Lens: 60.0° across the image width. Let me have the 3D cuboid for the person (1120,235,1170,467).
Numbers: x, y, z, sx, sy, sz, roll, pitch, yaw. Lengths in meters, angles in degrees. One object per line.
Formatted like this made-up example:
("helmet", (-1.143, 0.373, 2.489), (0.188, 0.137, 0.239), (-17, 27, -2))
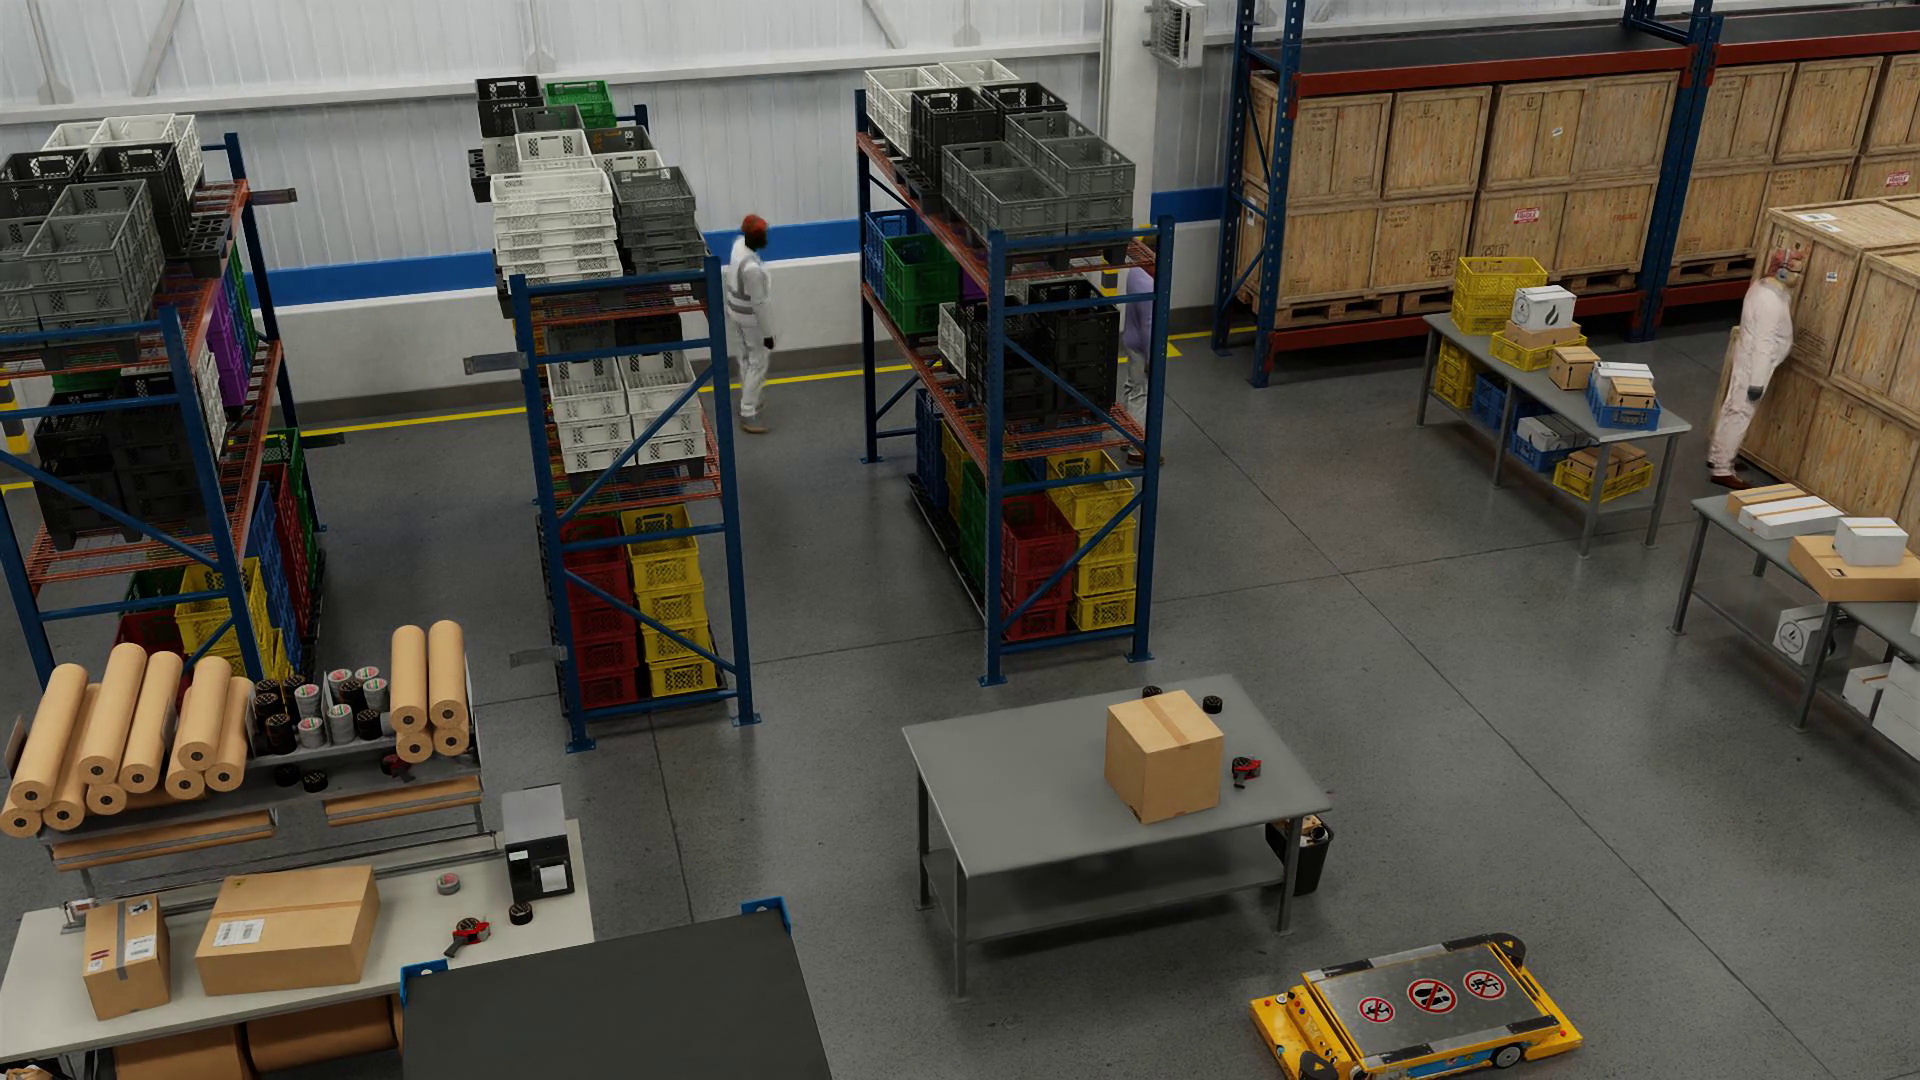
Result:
("person", (1.472, -1.535, 13.213), (0.373, 1.935, 0.628), (-1, 29, -2))

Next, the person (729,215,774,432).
("person", (-1.743, -1.839, 13.853), (0.355, 1.858, 0.669), (-10, 30, -18))

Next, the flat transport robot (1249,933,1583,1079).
("flat transport robot", (2.184, 2.282, 7.980), (1.431, 0.197, 0.652), (-8, 30, -14))

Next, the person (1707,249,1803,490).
("person", (6.179, -1.337, 12.882), (0.403, 1.904, 0.651), (10, 30, 17))
